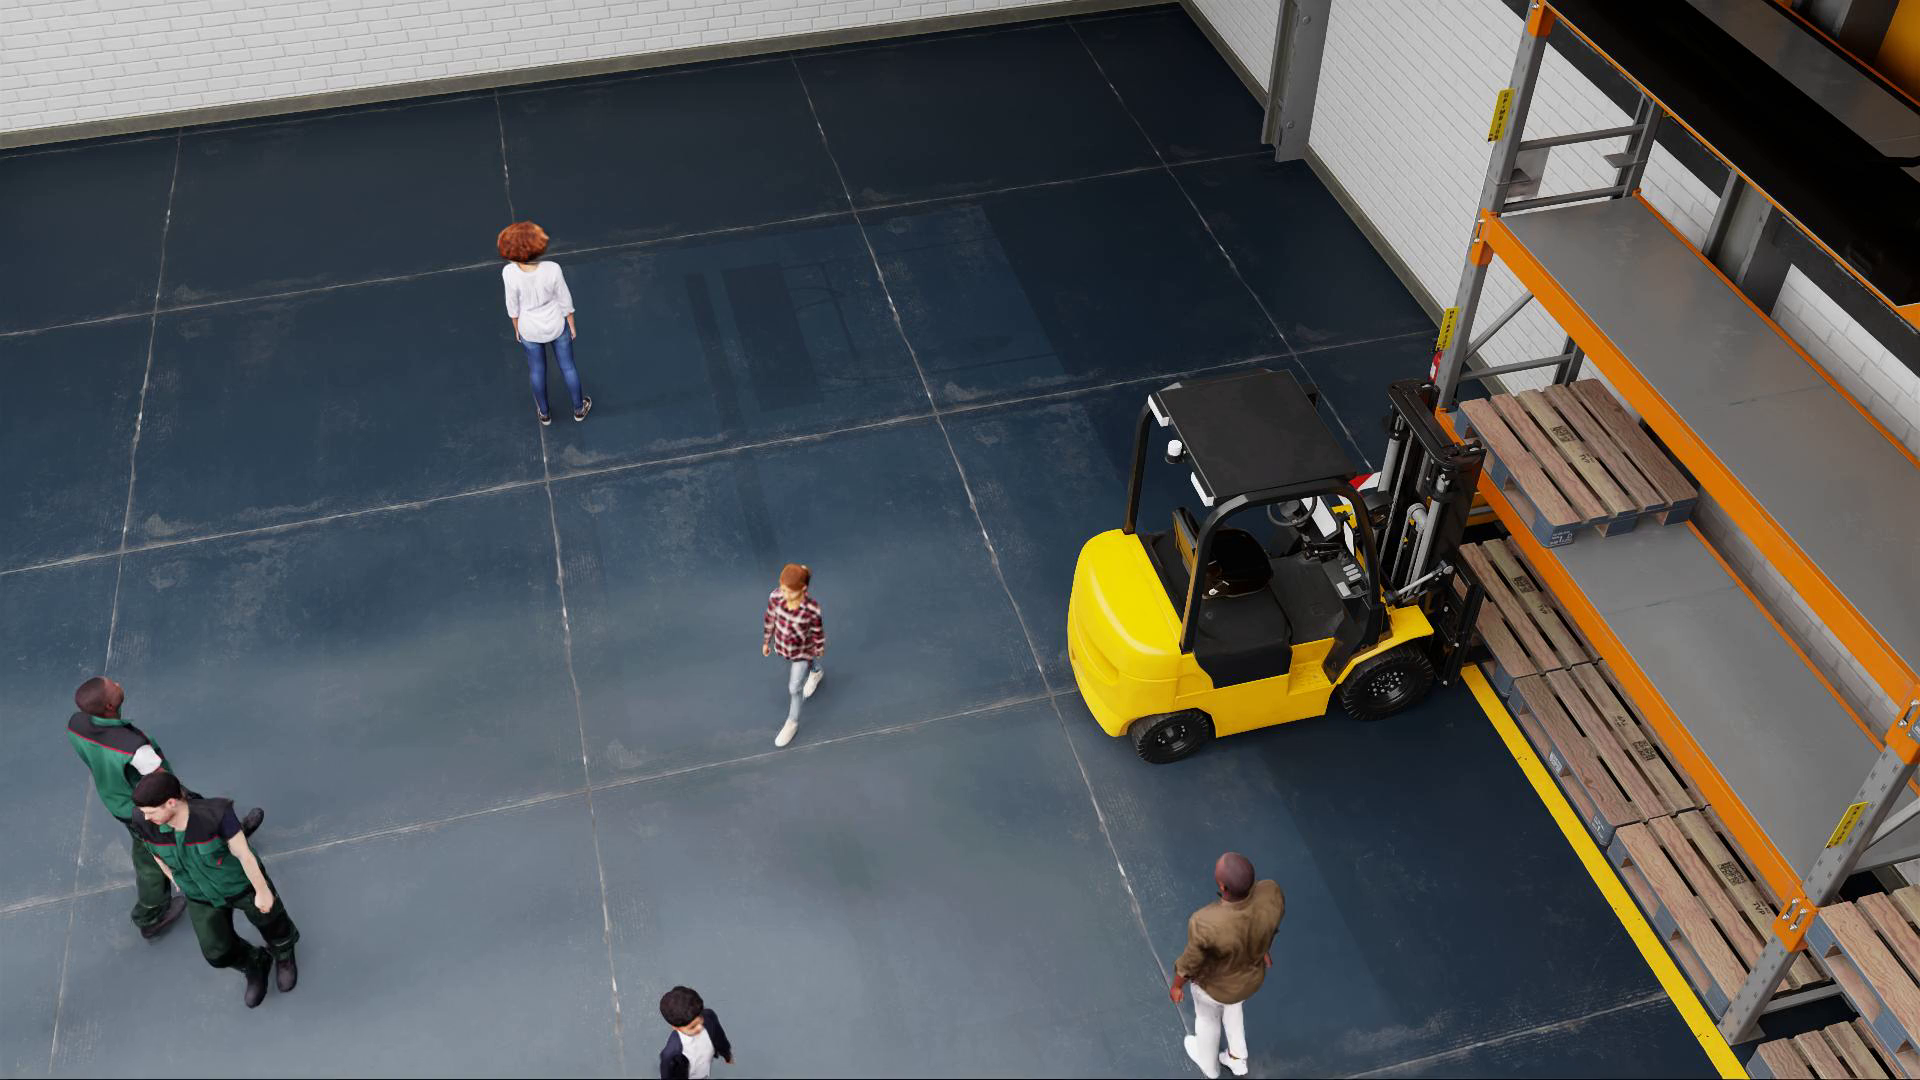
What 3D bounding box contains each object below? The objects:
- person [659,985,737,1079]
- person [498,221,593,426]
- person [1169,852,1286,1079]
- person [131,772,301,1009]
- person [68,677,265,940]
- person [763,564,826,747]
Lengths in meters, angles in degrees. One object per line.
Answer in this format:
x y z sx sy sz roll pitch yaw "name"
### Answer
-1.395 2.591 8.352 0.907 1.200 0.816 26 49 25 "person"
-3.109 -1.609 12.388 0.673 1.714 0.642 -5 44 -5 "person"
1.375 2.216 8.300 0.810 1.814 0.765 -20 47 -20 "person"
-3.877 1.720 8.770 0.729 1.884 0.669 -10 45 -10 "person"
-4.494 1.491 9.083 1.198 1.784 1.254 22 48 22 "person"
-0.998 0.603 10.383 0.883 1.277 0.938 22 48 21 "person"
